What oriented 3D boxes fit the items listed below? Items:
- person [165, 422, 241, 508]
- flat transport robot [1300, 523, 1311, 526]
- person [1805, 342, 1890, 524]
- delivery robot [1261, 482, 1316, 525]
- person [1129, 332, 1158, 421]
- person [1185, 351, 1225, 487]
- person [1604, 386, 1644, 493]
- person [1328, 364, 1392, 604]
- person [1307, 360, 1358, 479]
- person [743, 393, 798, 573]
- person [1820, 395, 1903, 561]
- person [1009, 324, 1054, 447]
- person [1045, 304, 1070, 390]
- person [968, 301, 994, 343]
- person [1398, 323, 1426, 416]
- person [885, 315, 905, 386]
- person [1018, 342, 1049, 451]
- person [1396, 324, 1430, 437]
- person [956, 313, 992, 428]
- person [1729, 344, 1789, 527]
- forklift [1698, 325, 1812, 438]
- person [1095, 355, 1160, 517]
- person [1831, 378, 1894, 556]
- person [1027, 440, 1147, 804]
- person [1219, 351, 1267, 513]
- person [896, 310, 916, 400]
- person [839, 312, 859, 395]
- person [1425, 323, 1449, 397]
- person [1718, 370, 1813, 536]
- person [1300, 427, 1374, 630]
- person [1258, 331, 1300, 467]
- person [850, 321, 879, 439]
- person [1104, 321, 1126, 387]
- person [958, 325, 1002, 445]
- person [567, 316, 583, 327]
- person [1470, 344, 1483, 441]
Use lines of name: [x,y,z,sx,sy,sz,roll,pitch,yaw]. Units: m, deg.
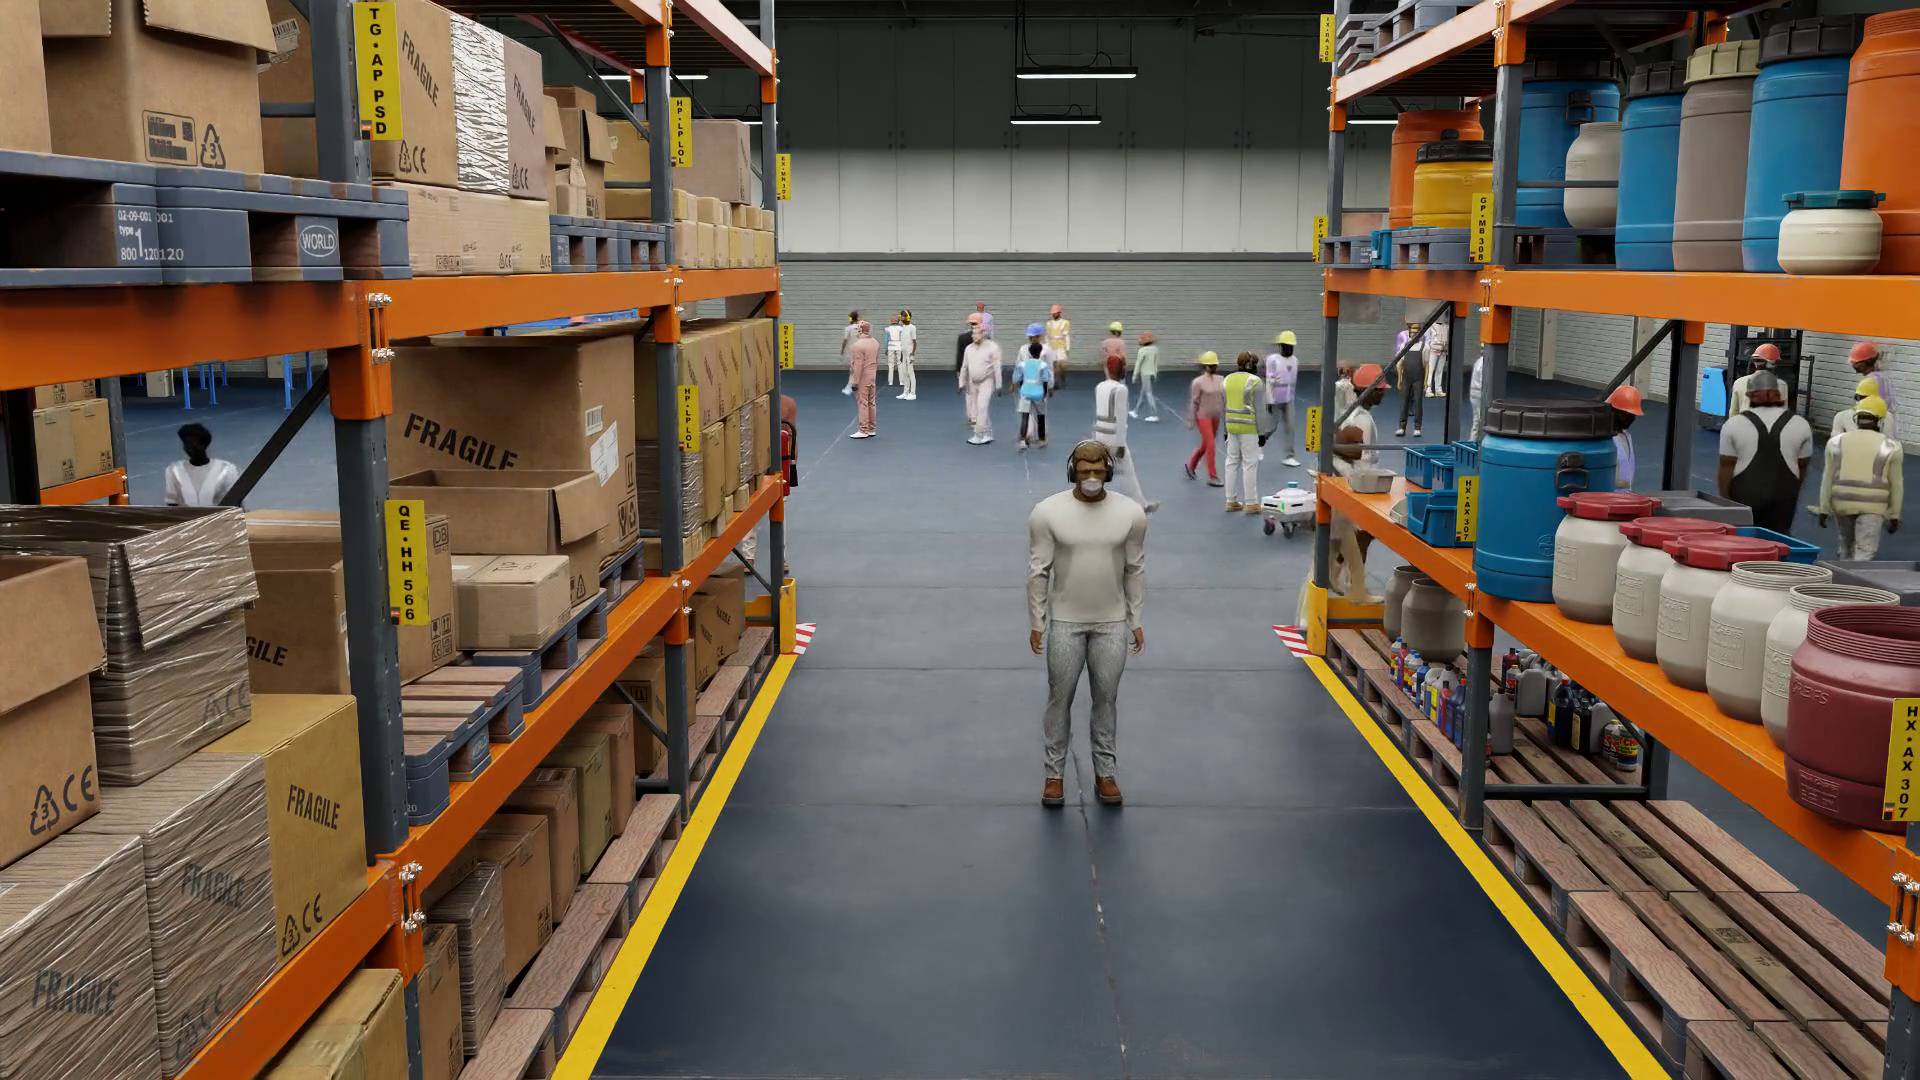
person: [-5.678,-0.077,12.580,0.553,1.674,0.550,-1,10,-9]
flat transport robot: [4.308,-0.305,18.289,1.431,0.197,0.652,-8,12,-39]
person: [9.826,-1.165,18.175,0.979,1.977,0.657,5,11,28]
delivery robot: [3.501,-0.369,17.543,0.707,0.478,0.477,-8,12,-39]
person: [3.298,-2.959,30.088,0.762,1.590,0.509,8,12,38]
person: [3.176,-1.596,21.549,0.518,1.728,0.860,-6,11,-32]
person: [4.959,-0.210,12.644,0.543,1.928,0.371,-9,13,-44]
person: [3.296,-0.446,13.763,0.485,2.024,0.628,1,10,8]
person: [4.910,-1.517,21.451,0.545,1.587,0.860,-7,12,-35]
person: [-1.793,-0.688,15.303,0.623,1.992,0.397,-2,10,-12]
person: [7.261,-0.273,13.438,0.846,1.796,0.595,-9,13,-44]
person: [1.130,-2.426,26.026,0.619,1.896,0.995,8,12,38]
person: [2.167,-4.330,37.353,0.572,1.912,0.474,4,10,24]
person: [0.505,-4.853,40.520,0.639,1.909,0.409,-1,10,-5]
person: [8.442,-3.296,31.140,0.552,1.922,0.474,0,9,0]
person: [-1.491,-4.385,38.512,0.512,1.640,0.309,1,10,4]
person: [1.106,-2.186,25.331,0.537,1.653,0.885,4,10,21]
person: [7.467,-2.635,27.409,0.506,1.847,0.344,5,11,27]
person: [0.294,-2.960,29.007,0.653,1.956,0.872,3,10,16]
person: [8.526,-1.096,17.750,0.394,1.990,0.618,-7,12,-35]
forklift: [13.248,-3.165,27.620,1.129,2.768,1.873,0,9,1]
person: [1.762,-1.111,18.303,0.951,1.832,0.606,-5,11,-29]
person: [8.663,-0.689,16.052,0.560,1.737,0.597,5,11,29]
person: [0.667,0.432,8.764,0.635,1.936,0.355,-1,10,-5]
person: [3.271,-1.239,19.078,0.430,1.839,0.619,-8,12,-39]
person: [-1.102,-3.873,34.774,0.328,1.865,0.520,-6,11,-31]
person: [-2.267,-3.985,35.661,0.552,1.807,1.027,-8,12,-38]
person: [10.173,-3.975,35.452,0.629,1.843,0.429,-4,10,-25]
person: [6.405,-0.363,13.346,0.696,2.000,0.884,2,10,14]
person: [3.022,-0.068,12.769,0.825,1.595,0.535,1,10,7]
person: [4.516,-2.015,23.553,0.595,1.901,0.797,-5,11,-27]
person: [-1.580,-2.621,27.146,0.410,1.909,0.643,5,10,25]
person: [2.871,-3.181,30.949,0.407,1.757,0.525,-9,13,-44]
person: [0.257,-2.416,26.013,0.671,1.866,0.913,8,12,39]
person: [-7.098,-3.211,30.664,0.737,1.911,0.554,4,10,20]
person: [7.320,-1.898,23.127,0.435,1.808,0.609,2,10,10]
